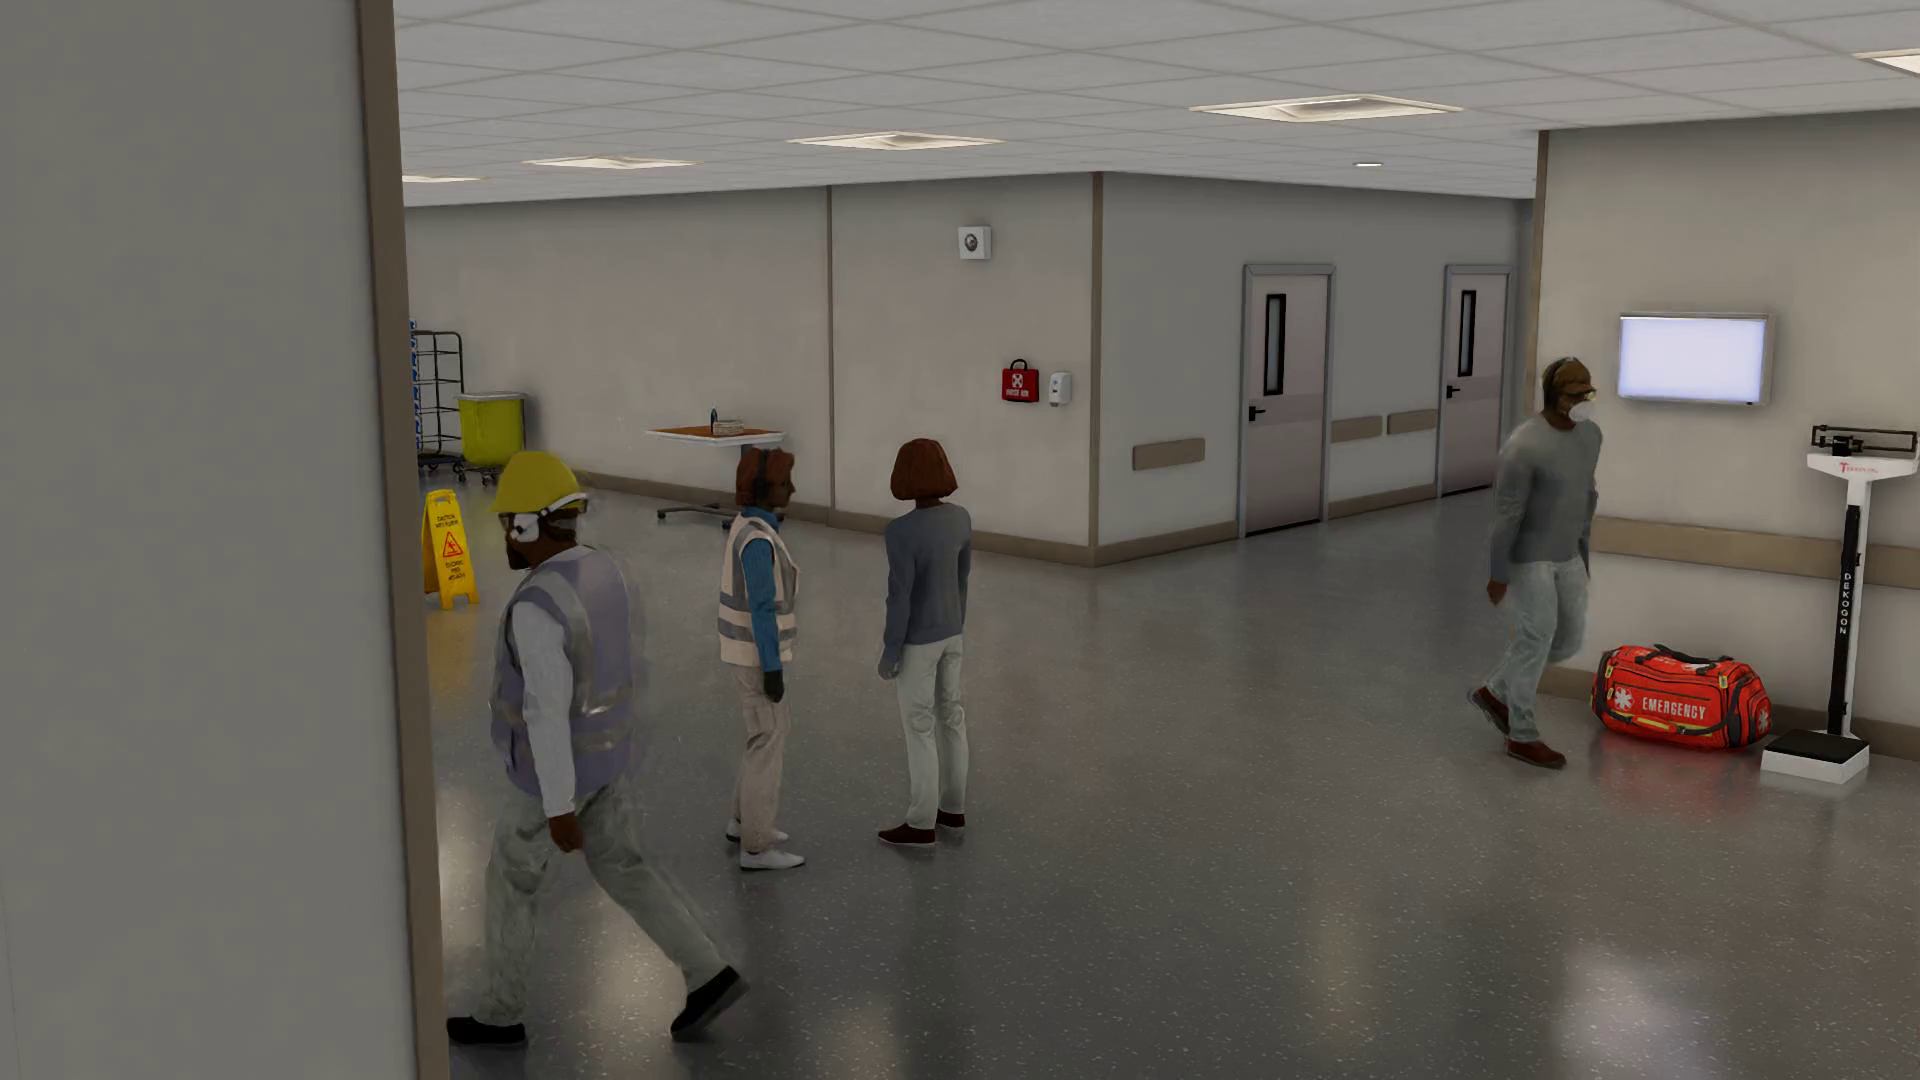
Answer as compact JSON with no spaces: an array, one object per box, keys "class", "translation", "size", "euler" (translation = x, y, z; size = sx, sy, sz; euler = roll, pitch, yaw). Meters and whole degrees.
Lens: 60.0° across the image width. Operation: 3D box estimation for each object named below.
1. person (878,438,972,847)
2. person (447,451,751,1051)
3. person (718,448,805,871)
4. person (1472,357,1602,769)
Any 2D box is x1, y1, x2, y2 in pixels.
[{"class":"person","translation":[-0.141,0.408,6.653],"size":[0.282,1.633,0.500],"euler":[6,11,35]},{"class":"person","translation":[-1.078,0.629,4.839],"size":[0.875,1.794,0.581],"euler":[2,10,13]},{"class":"person","translation":[-0.770,0.454,6.396],"size":[0.314,1.626,0.528],"euler":[-2,9,-10]},{"class":"person","translation":[2.653,0.096,7.735],"size":[0.652,1.911,0.617],"euler":[-6,11,-34]}]
